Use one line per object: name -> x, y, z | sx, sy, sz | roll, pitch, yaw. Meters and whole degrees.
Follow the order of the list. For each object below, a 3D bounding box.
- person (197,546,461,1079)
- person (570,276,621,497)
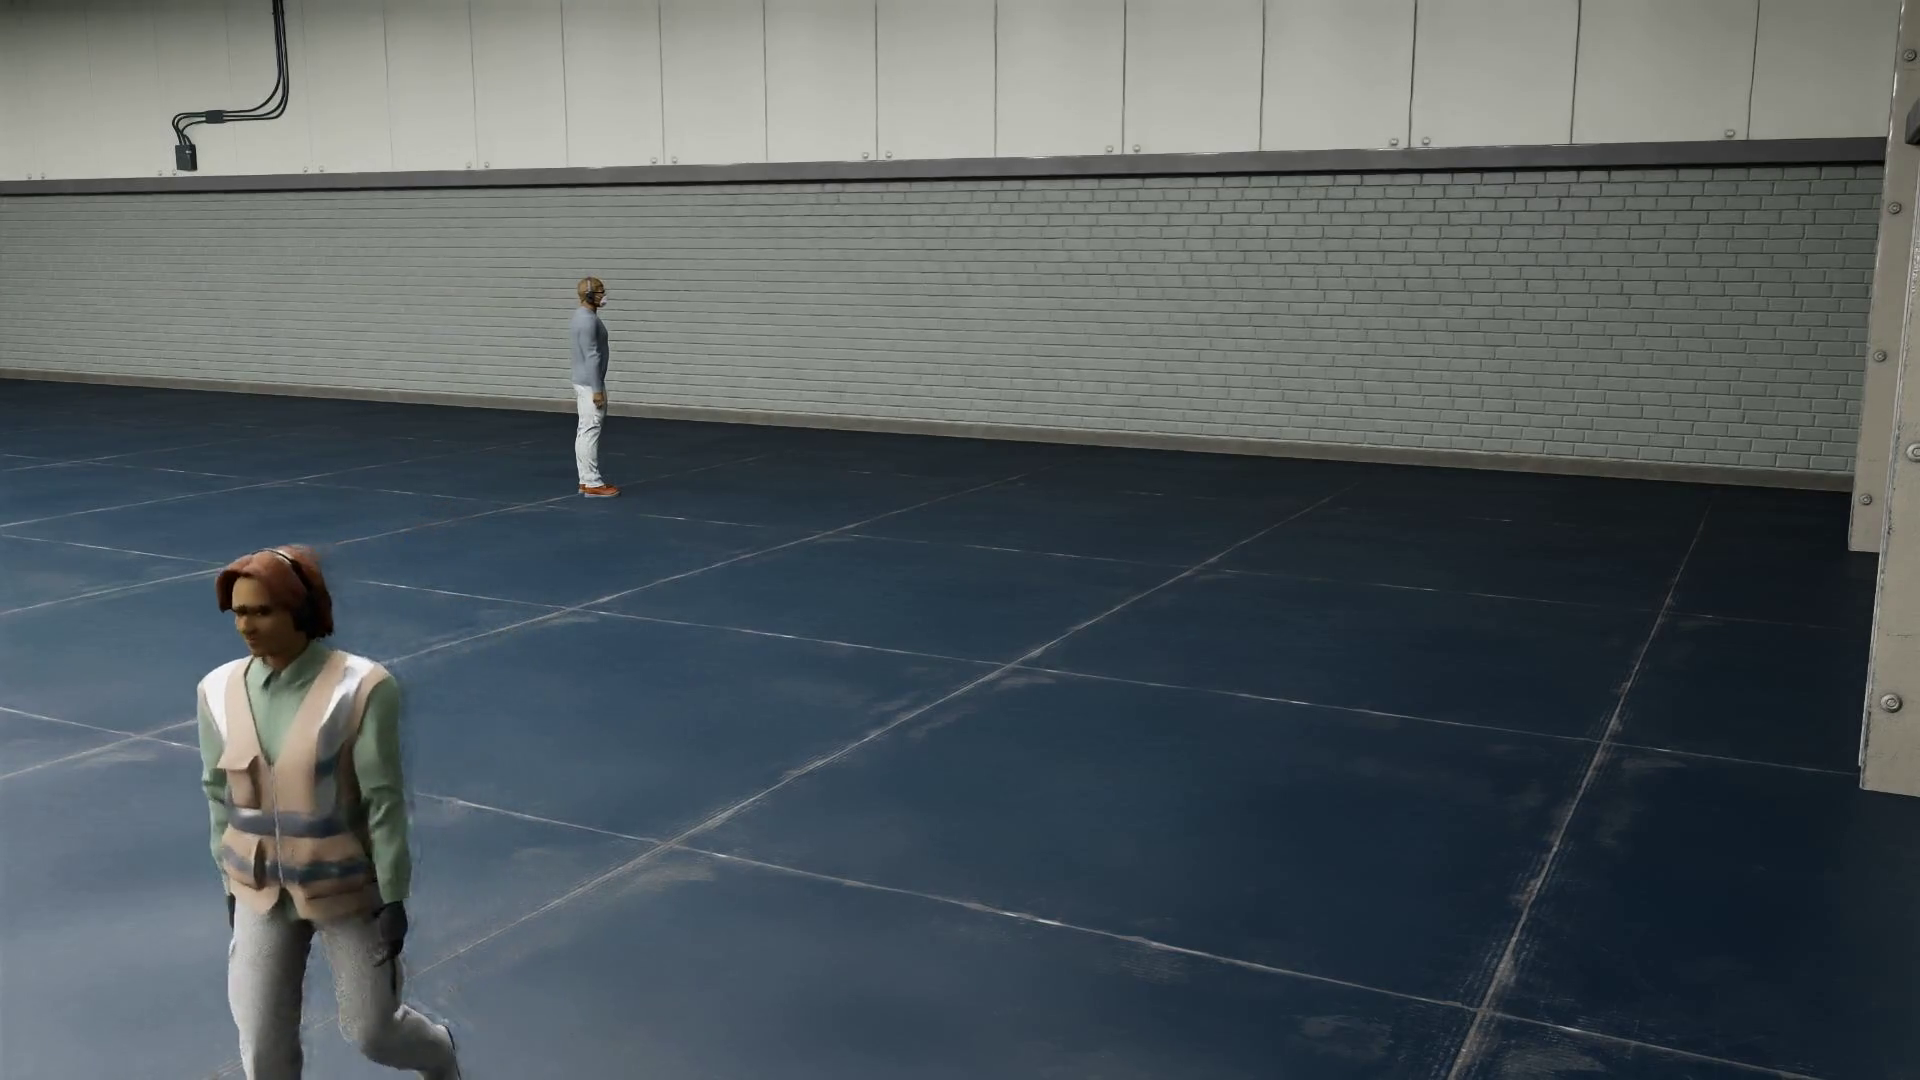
person -> -1.469, 0.793, 3.872 | 0.521, 1.616, 0.667 | 2, 11, 9
person -> -3.241, -1.346, 14.664 | 0.372, 1.940, 0.627 | -4, 11, -20
